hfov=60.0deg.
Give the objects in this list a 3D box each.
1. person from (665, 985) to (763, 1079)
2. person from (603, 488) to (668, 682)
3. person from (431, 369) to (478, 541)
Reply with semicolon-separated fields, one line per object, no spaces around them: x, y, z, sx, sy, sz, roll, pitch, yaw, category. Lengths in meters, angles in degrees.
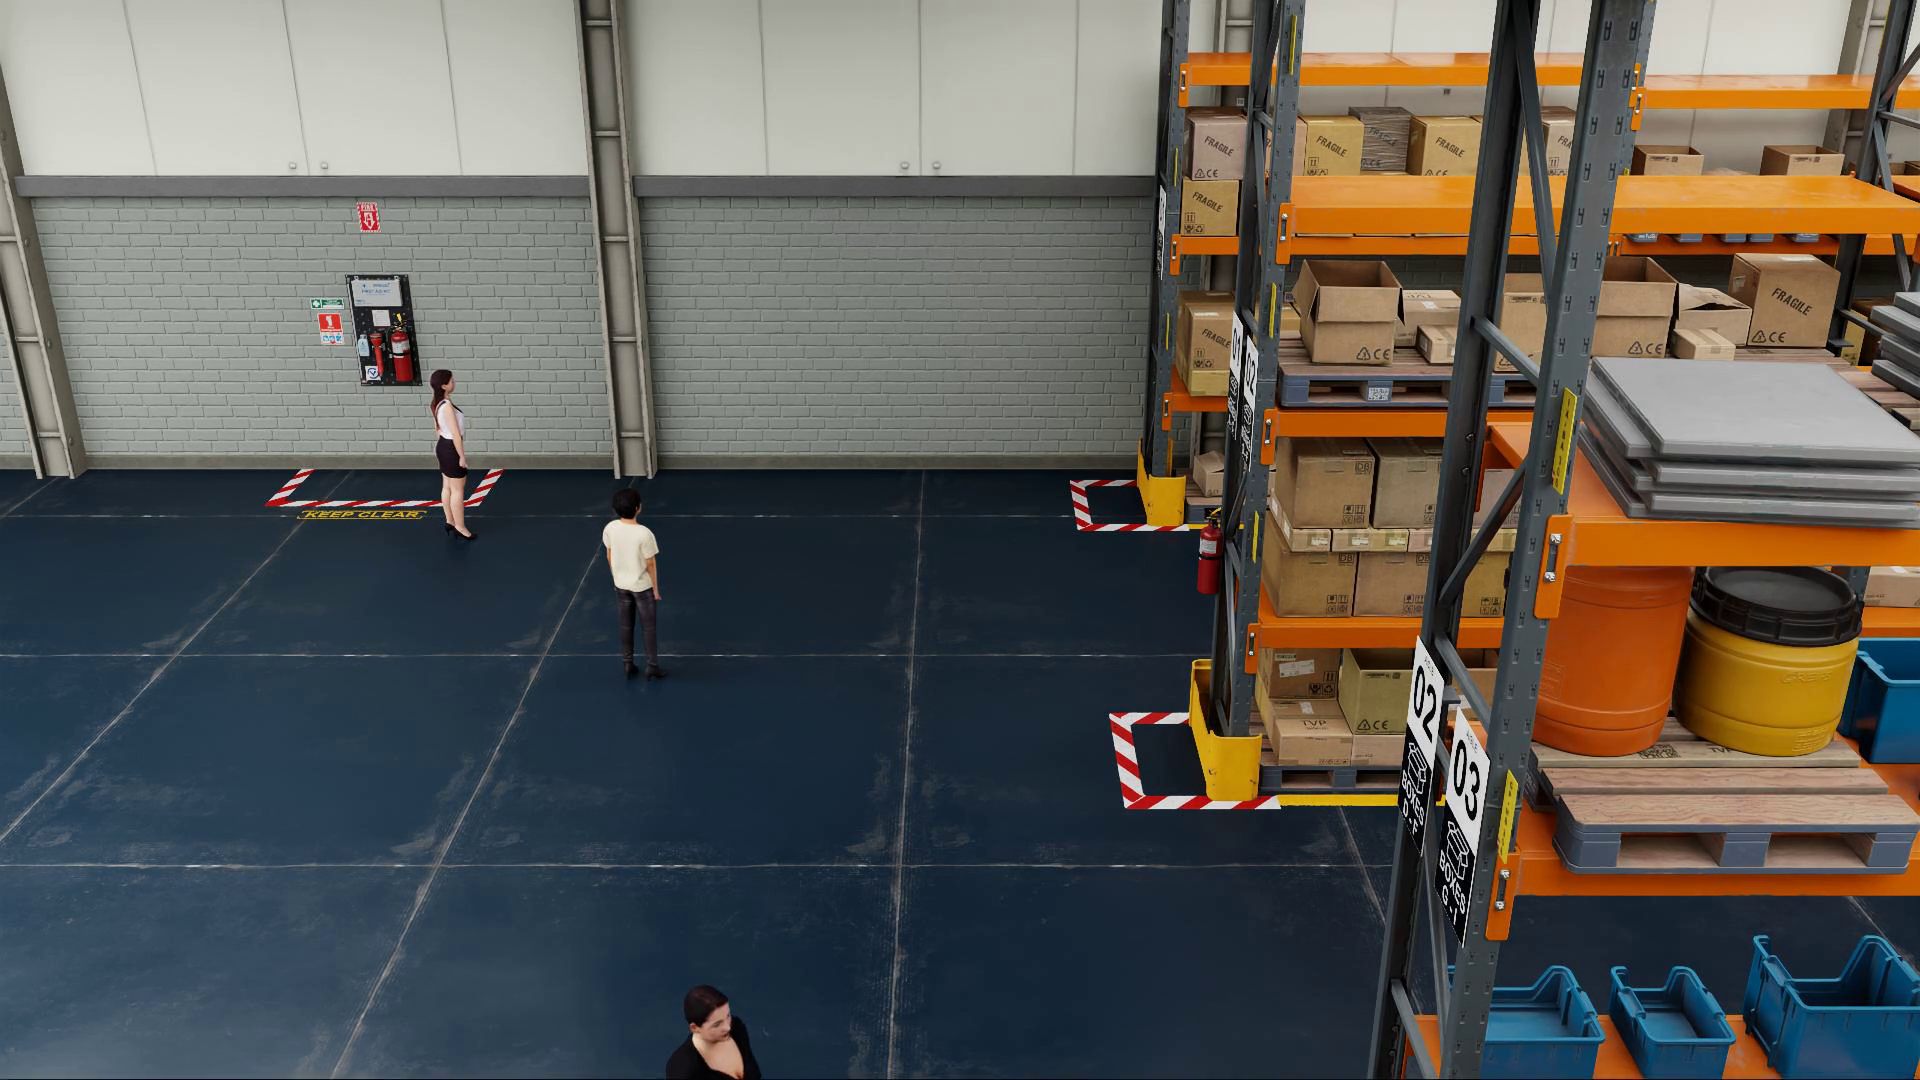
-1.140;2.642;7.308;1.010;1.741;0.889;11;25;25;person
-2.521;0.347;12.900;0.522;1.588;0.707;7;24;17;person
-4.748;-0.801;15.522;0.683;1.648;0.640;-18;29;-36;person
